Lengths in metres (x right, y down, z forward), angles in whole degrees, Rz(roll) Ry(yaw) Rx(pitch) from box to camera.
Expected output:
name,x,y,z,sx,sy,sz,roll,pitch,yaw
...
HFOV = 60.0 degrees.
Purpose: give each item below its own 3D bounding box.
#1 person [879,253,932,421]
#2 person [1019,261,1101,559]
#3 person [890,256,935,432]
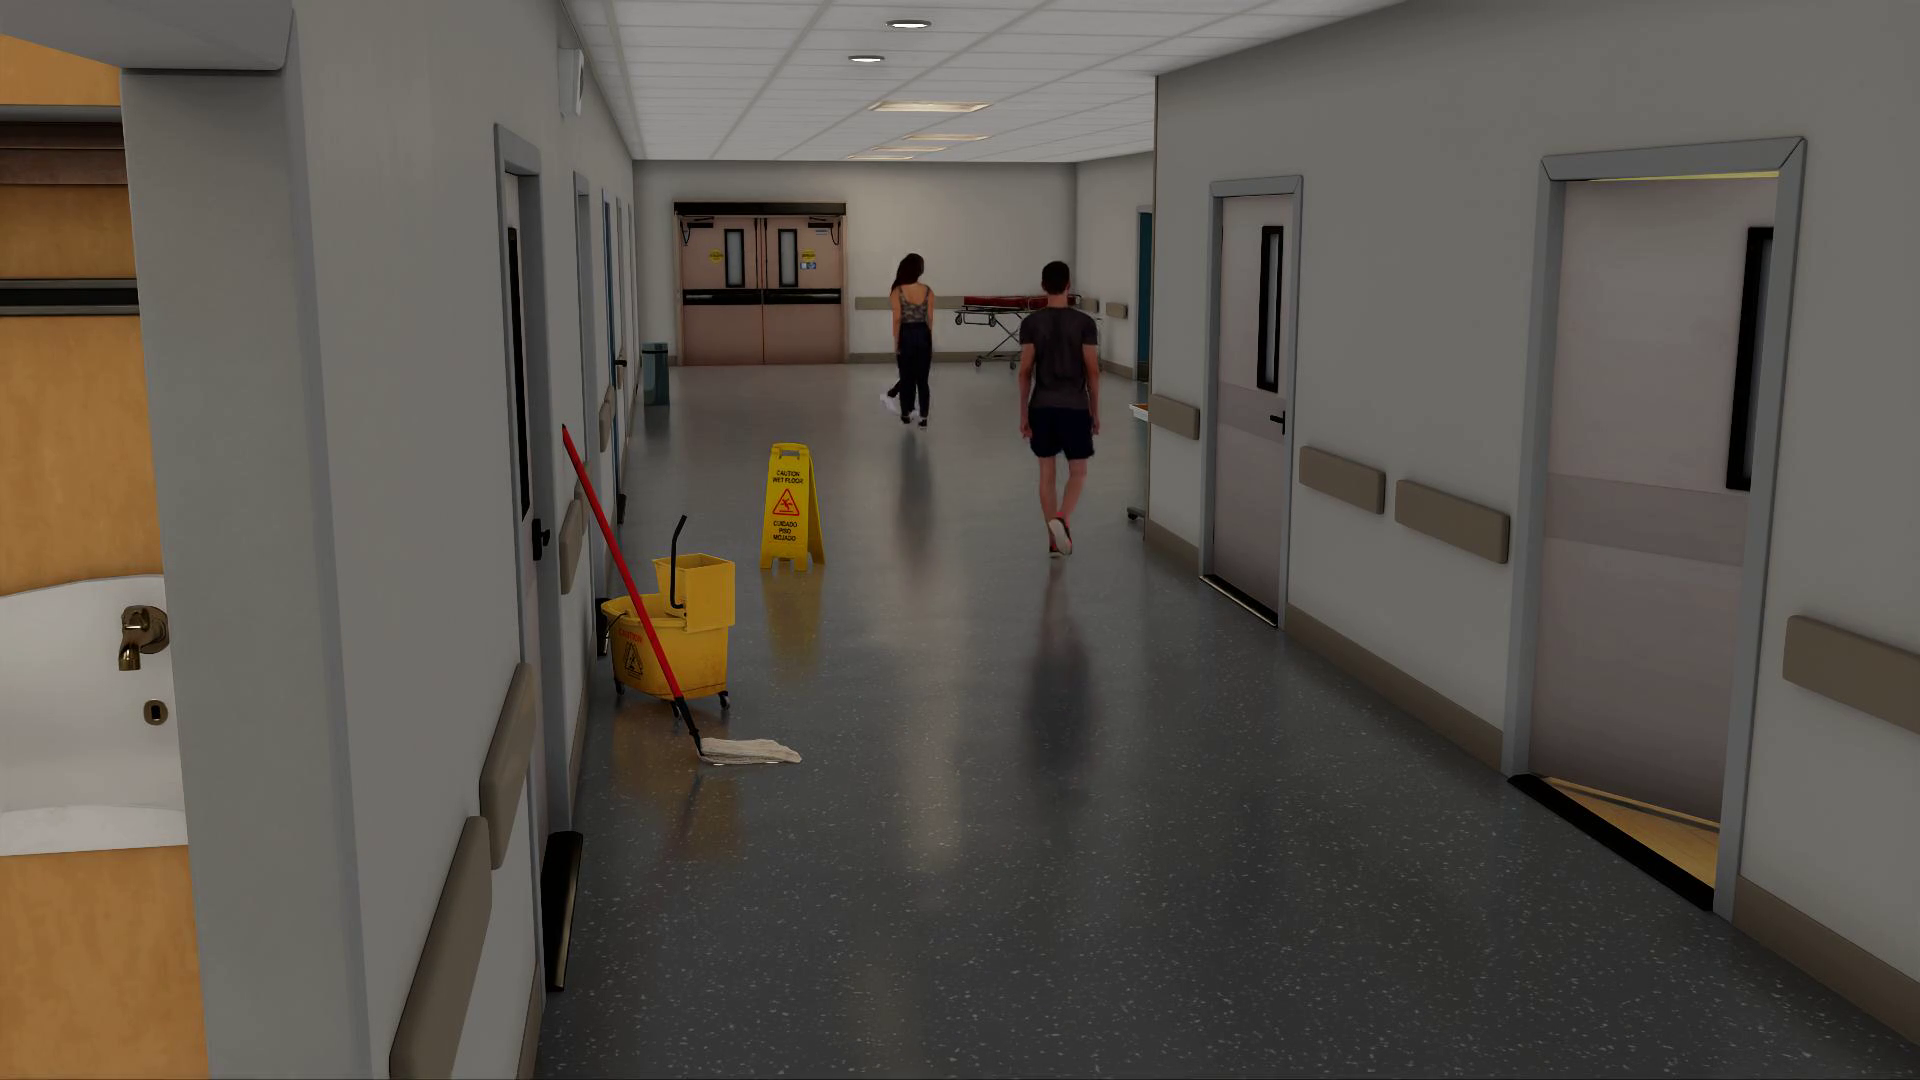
name,x,y,z,sx,sy,sz,roll,pitch,yaw
person,-0.595,-2.141,17.631,0.788,1.762,0.784,1,11,6
person,0.604,-0.768,10.185,0.839,1.841,1.006,2,11,10
person,-0.428,-1.898,16.488,0.601,1.710,1.210,-3,11,-13
